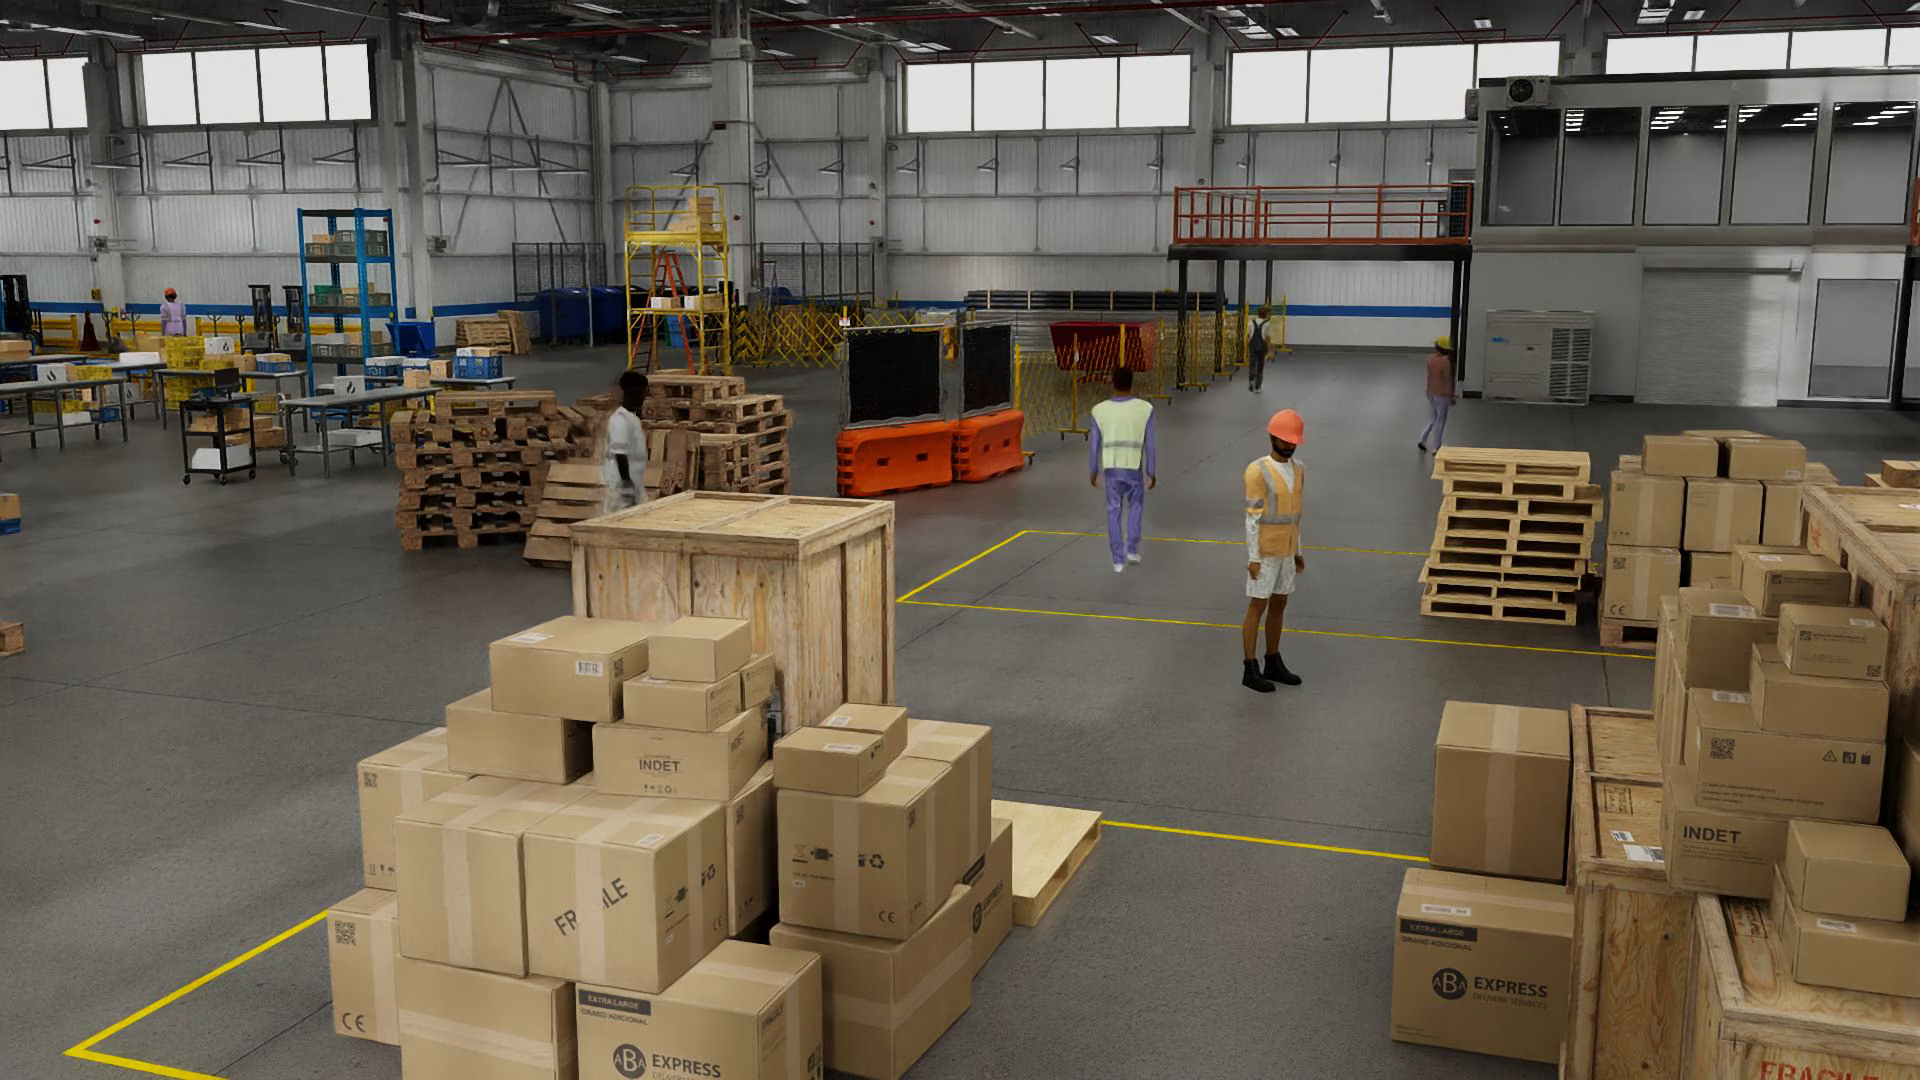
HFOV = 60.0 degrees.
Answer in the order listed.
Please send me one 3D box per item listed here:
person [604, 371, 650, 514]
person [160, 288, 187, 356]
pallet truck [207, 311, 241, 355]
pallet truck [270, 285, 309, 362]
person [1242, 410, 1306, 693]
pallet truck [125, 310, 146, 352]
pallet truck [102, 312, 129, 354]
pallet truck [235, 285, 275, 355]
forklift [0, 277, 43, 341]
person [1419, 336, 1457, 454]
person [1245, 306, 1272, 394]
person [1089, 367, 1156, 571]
[{"bbox_3d":[-2.849,-0.524,14.734,0.969,1.904,0.664,1,10,5],"label":"person"},{"bbox_3d":[-18.509,-4.913,39.137,0.406,2.034,0.608,7,12,35],"label":"person"},{"bbox_3d":[-19.537,-5.575,44.913,0.653,1.274,1.630,3,11,19],"label":"pallet truck"},{"bbox_3d":[-17.147,-5.700,43.663,0.823,1.965,1.885,3,11,17],"label":"pallet truck"},{"bbox_3d":[2.175,0.069,11.371,0.545,1.927,0.385,-8,13,-38],"label":"person"},{"bbox_3d":[-22.038,-5.665,45.457,0.704,1.261,1.522,3,11,17],"label":"pallet truck"},{"bbox_3d":[-23.057,-5.777,46.261,0.680,1.201,1.601,3,11,19],"label":"pallet truck"},{"bbox_3d":[-18.327,-5.835,44.421,0.823,1.965,1.885,4,11,23],"label":"pallet truck"},{"bbox_3d":[-27.151,-6.329,46.328,1.157,1.987,2.680,3,11,17],"label":"forklift"},{"bbox_3d":[6.929,-2.088,24.064,0.393,1.735,0.558,-3,10,-16],"label":"person"},{"bbox_3d":[6.076,-3.864,33.843,0.554,1.810,0.498,4,11,21],"label":"person"},{"bbox_3d":[1.534,-0.684,15.684,0.637,1.892,0.723,2,10,8],"label":"person"}]
